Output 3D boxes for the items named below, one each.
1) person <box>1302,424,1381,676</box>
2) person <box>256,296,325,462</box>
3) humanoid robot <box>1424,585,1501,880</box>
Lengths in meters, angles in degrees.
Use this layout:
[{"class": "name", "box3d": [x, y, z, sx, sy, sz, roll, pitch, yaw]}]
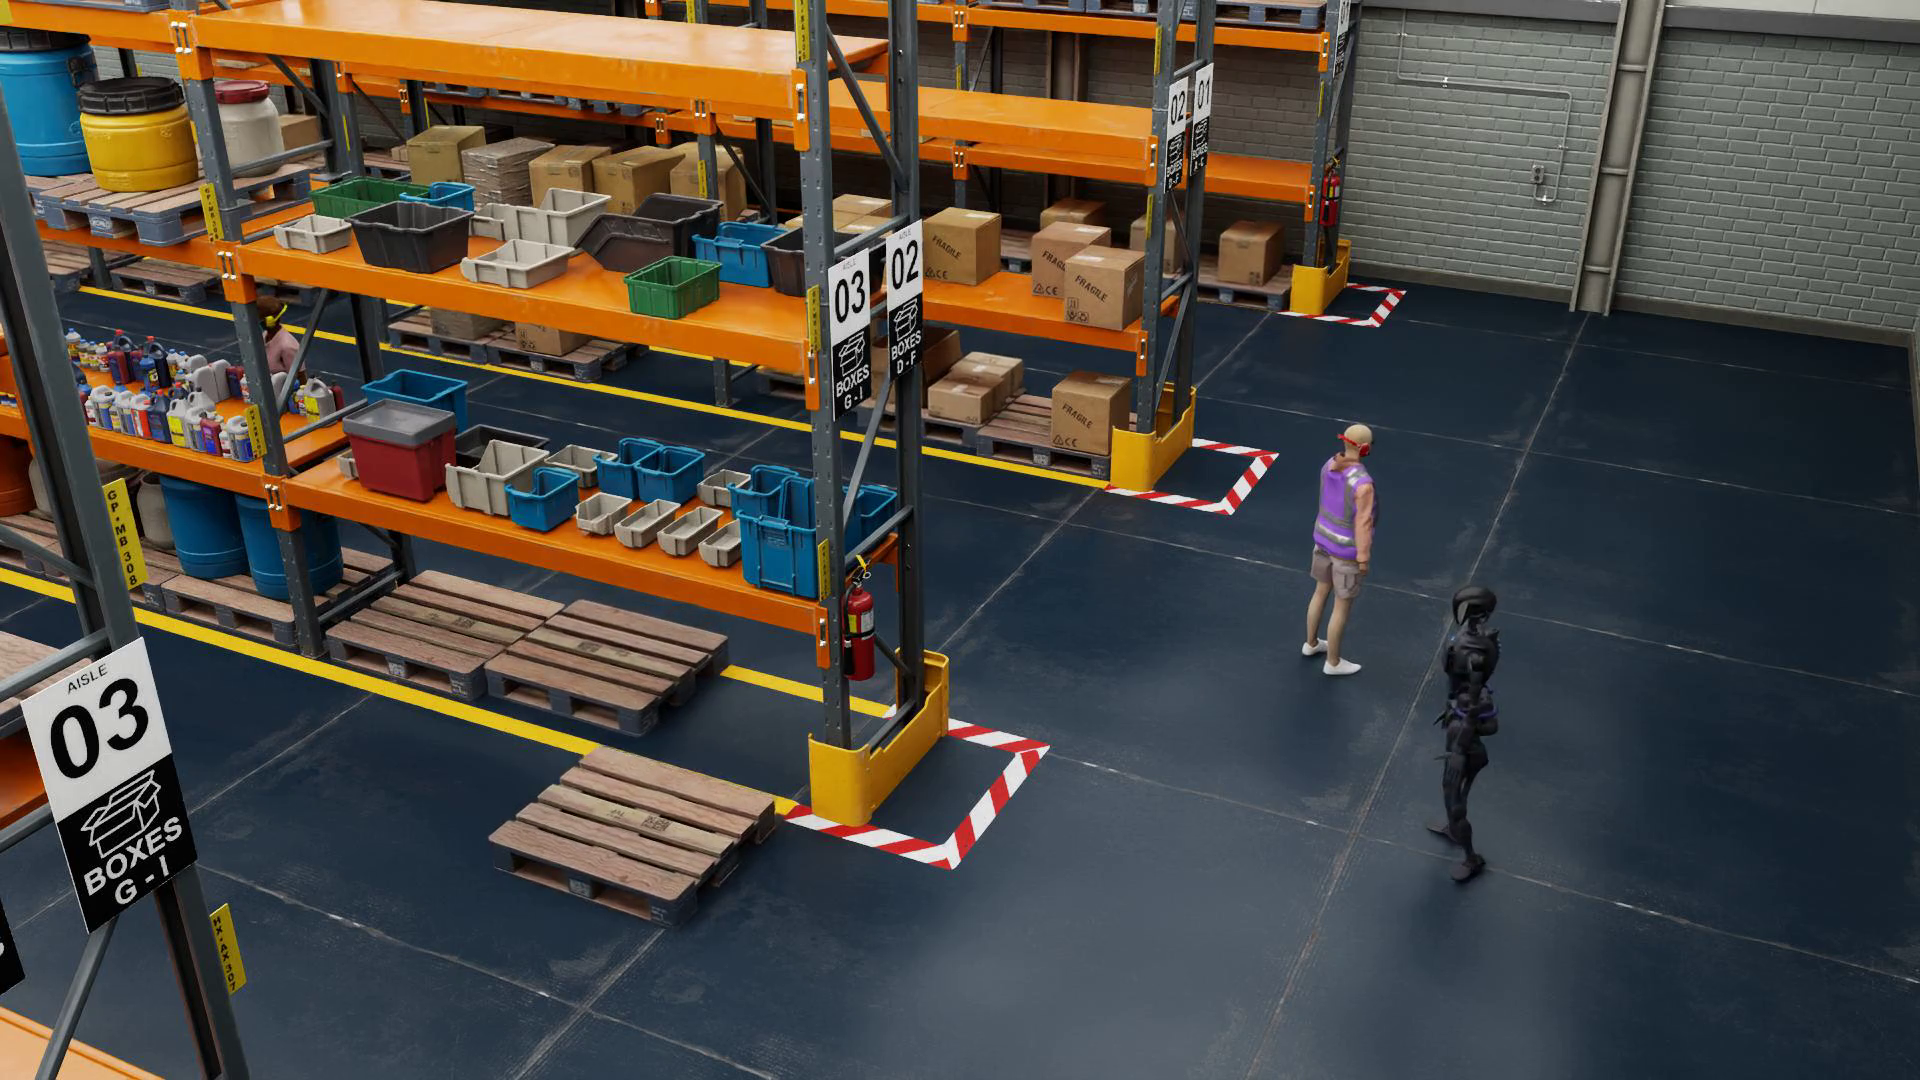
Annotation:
[{"class": "person", "box3d": [2.429, 0.057, 10.589, 0.346, 1.688, 0.489, -10, 28, -20]}, {"class": "person", "box3d": [-5.066, -0.984, 12.568, 0.530, 1.800, 0.332, 23, 34, 38]}, {"class": "humanoid robot", "box3d": [2.663, 0.976, 8.745, 0.362, 1.645, 0.590, 3, 26, 7]}]
